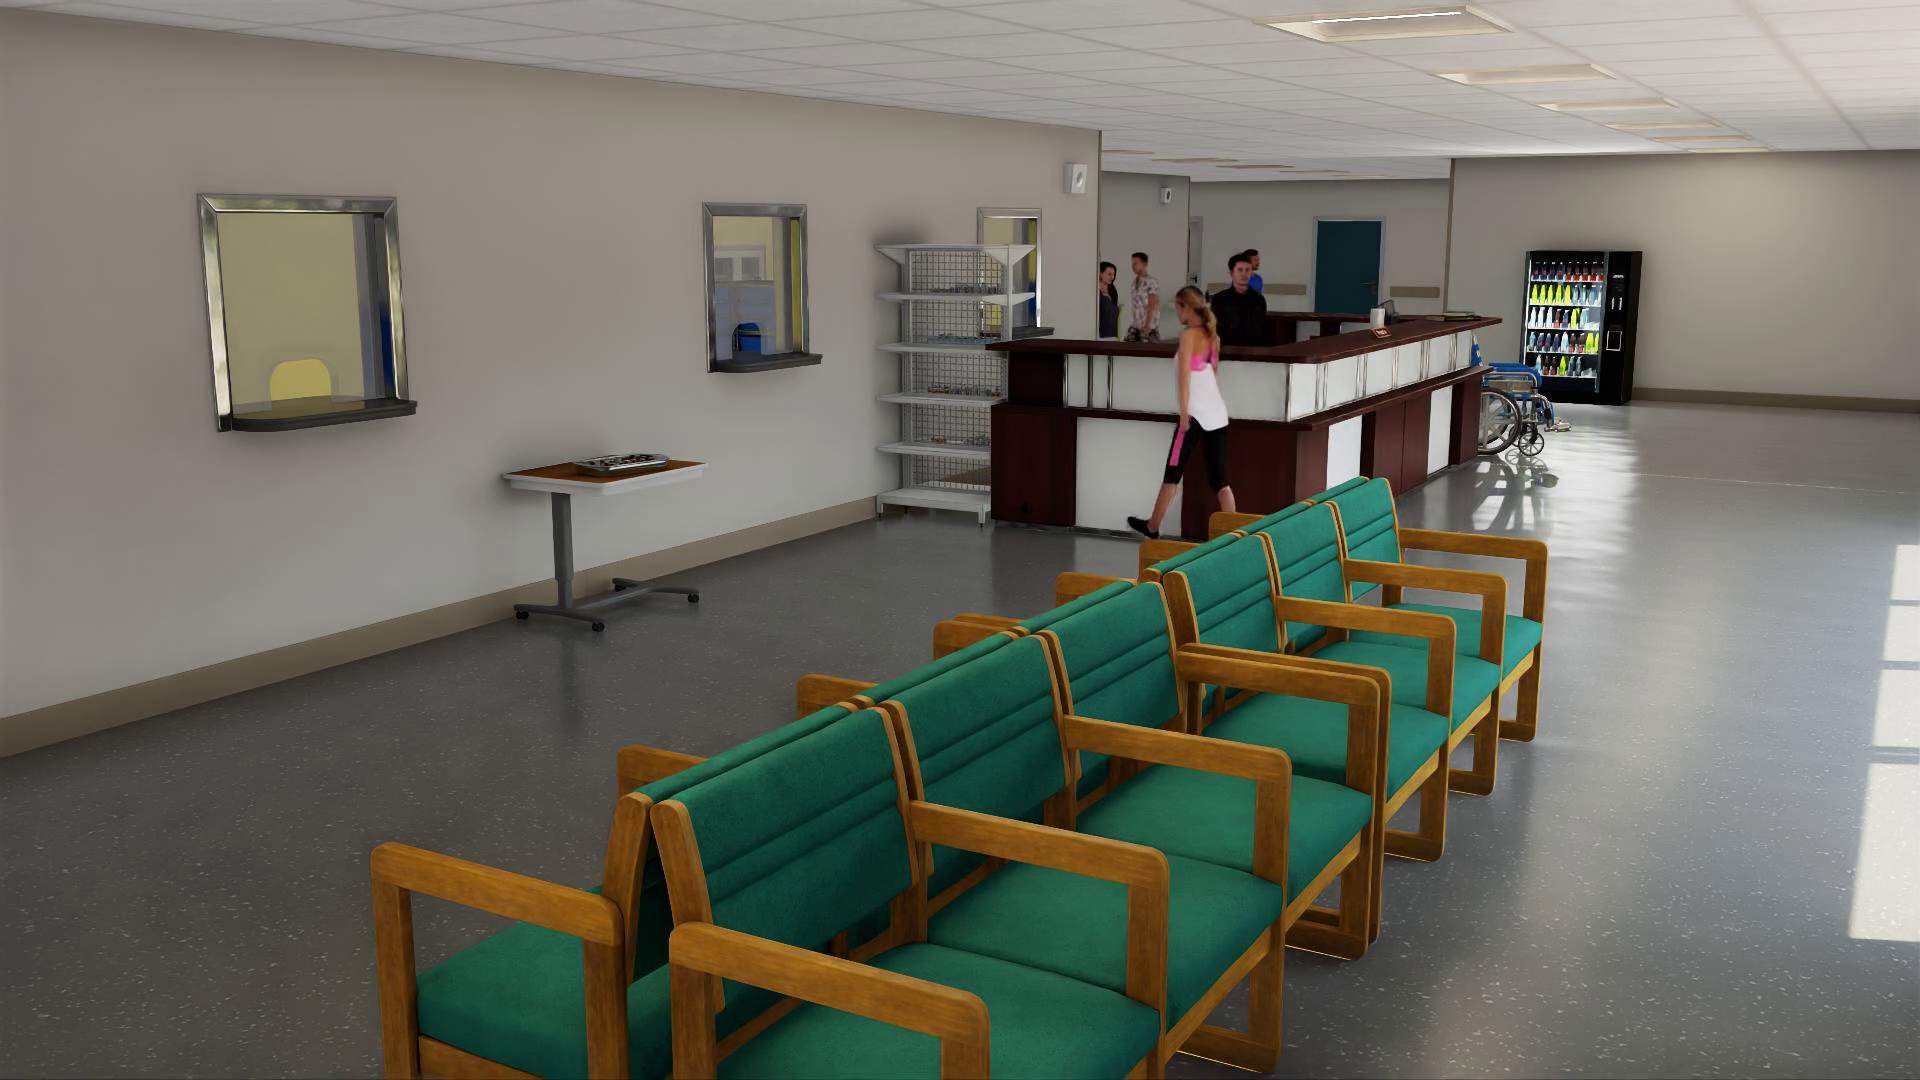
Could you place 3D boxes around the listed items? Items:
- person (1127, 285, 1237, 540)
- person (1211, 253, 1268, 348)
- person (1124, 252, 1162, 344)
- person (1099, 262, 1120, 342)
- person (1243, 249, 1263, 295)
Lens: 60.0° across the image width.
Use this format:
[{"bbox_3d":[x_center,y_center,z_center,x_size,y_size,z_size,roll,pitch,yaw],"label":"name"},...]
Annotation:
[{"bbox_3d":[1.633,-0.715,10.668,1.212,1.722,0.874,10,14,41],"label":"person"},{"bbox_3d":[2.254,-1.356,13.505,0.775,1.924,0.836,-3,11,-14],"label":"person"},{"bbox_3d":[2.451,-2.774,21.330,0.932,1.791,0.868,-8,13,-36],"label":"person"},{"bbox_3d":[1.513,-2.082,17.740,0.526,1.771,0.615,7,13,33],"label":"person"},{"bbox_3d":[3.355,-2.519,19.901,0.855,1.824,1.291,-10,15,-43],"label":"person"}]
